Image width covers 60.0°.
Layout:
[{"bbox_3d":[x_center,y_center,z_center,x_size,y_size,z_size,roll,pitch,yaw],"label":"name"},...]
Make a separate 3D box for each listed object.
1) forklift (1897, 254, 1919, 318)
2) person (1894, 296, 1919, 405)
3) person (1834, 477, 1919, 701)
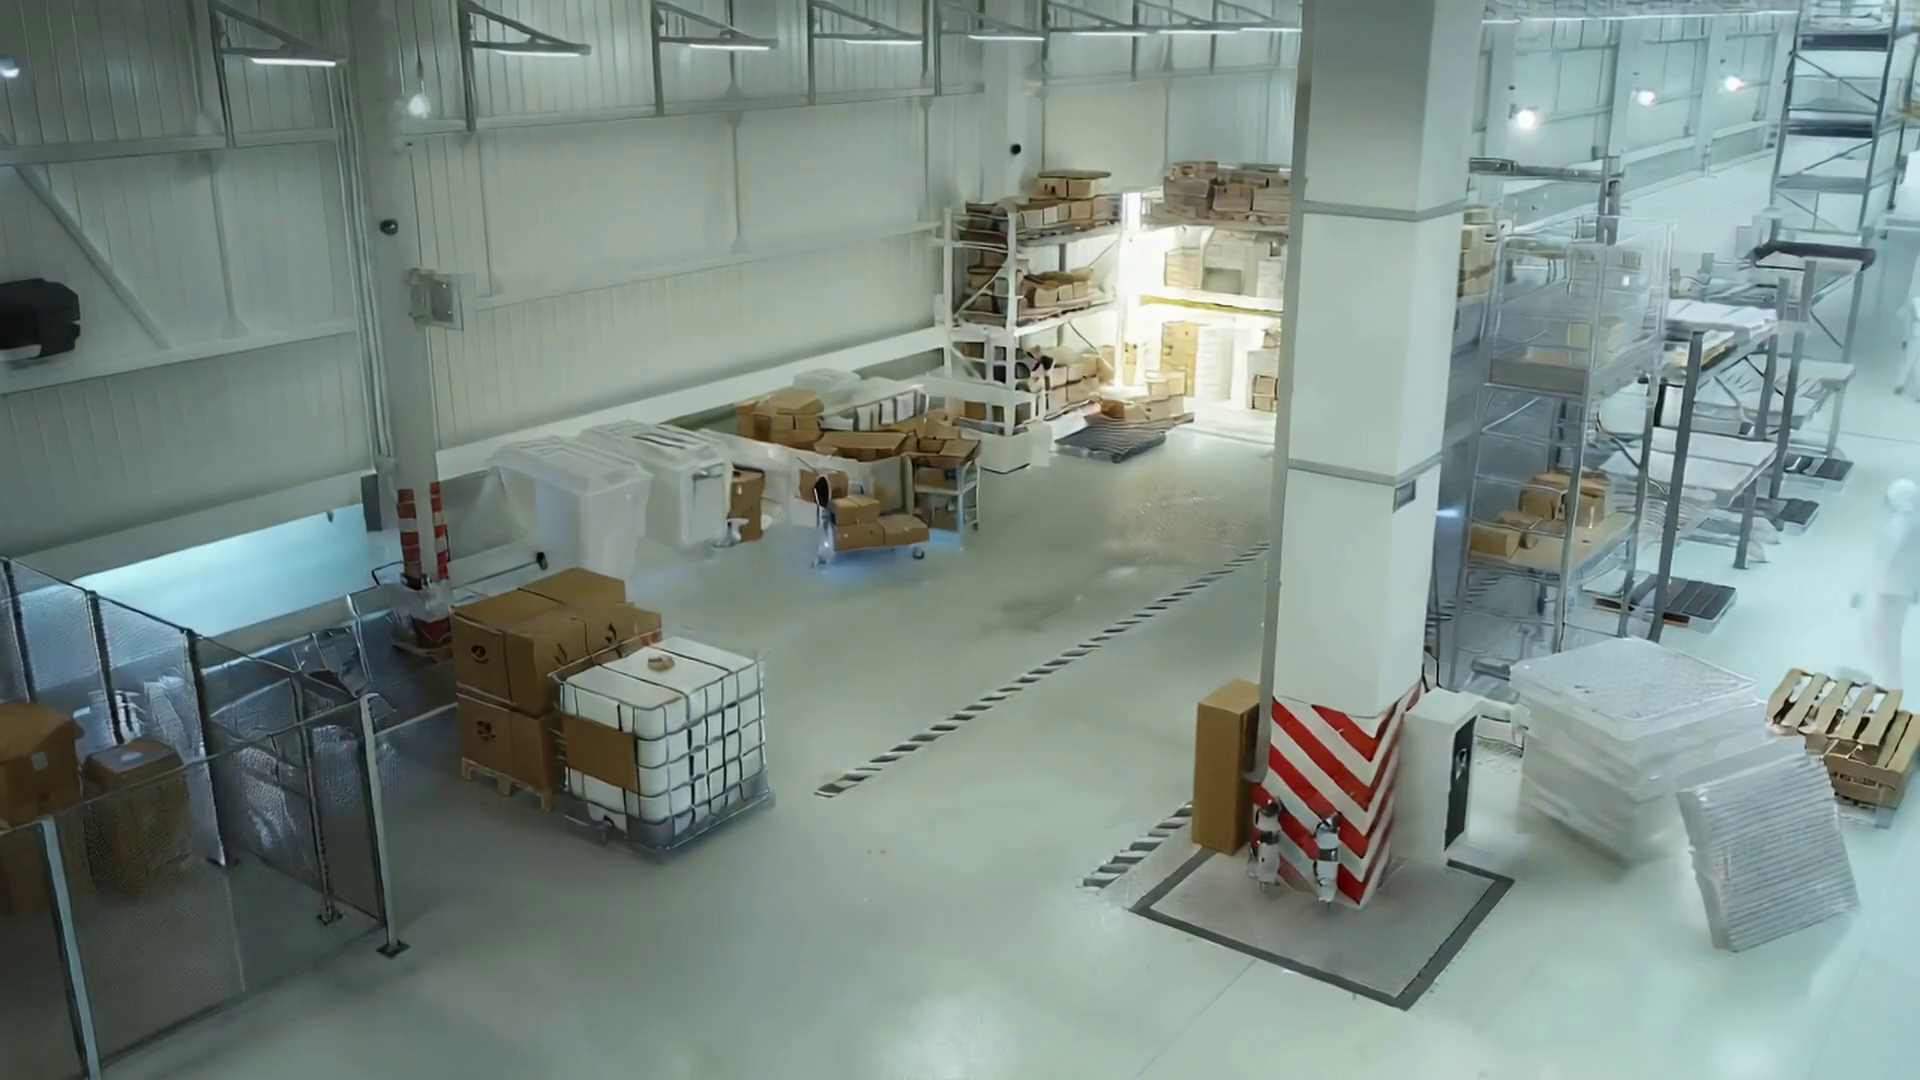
[{"bbox_3d":[18.220,-5.534,30.558,1.129,2.768,1.873,13,22,34],"label":"forklift"},{"bbox_3d":[14.010,-2.919,24.201,0.629,1.884,0.959,5,19,14],"label":"person"},{"bbox_3d":[7.694,0.388,13.952,0.648,1.909,0.804,-12,22,-33],"label":"person"}]
